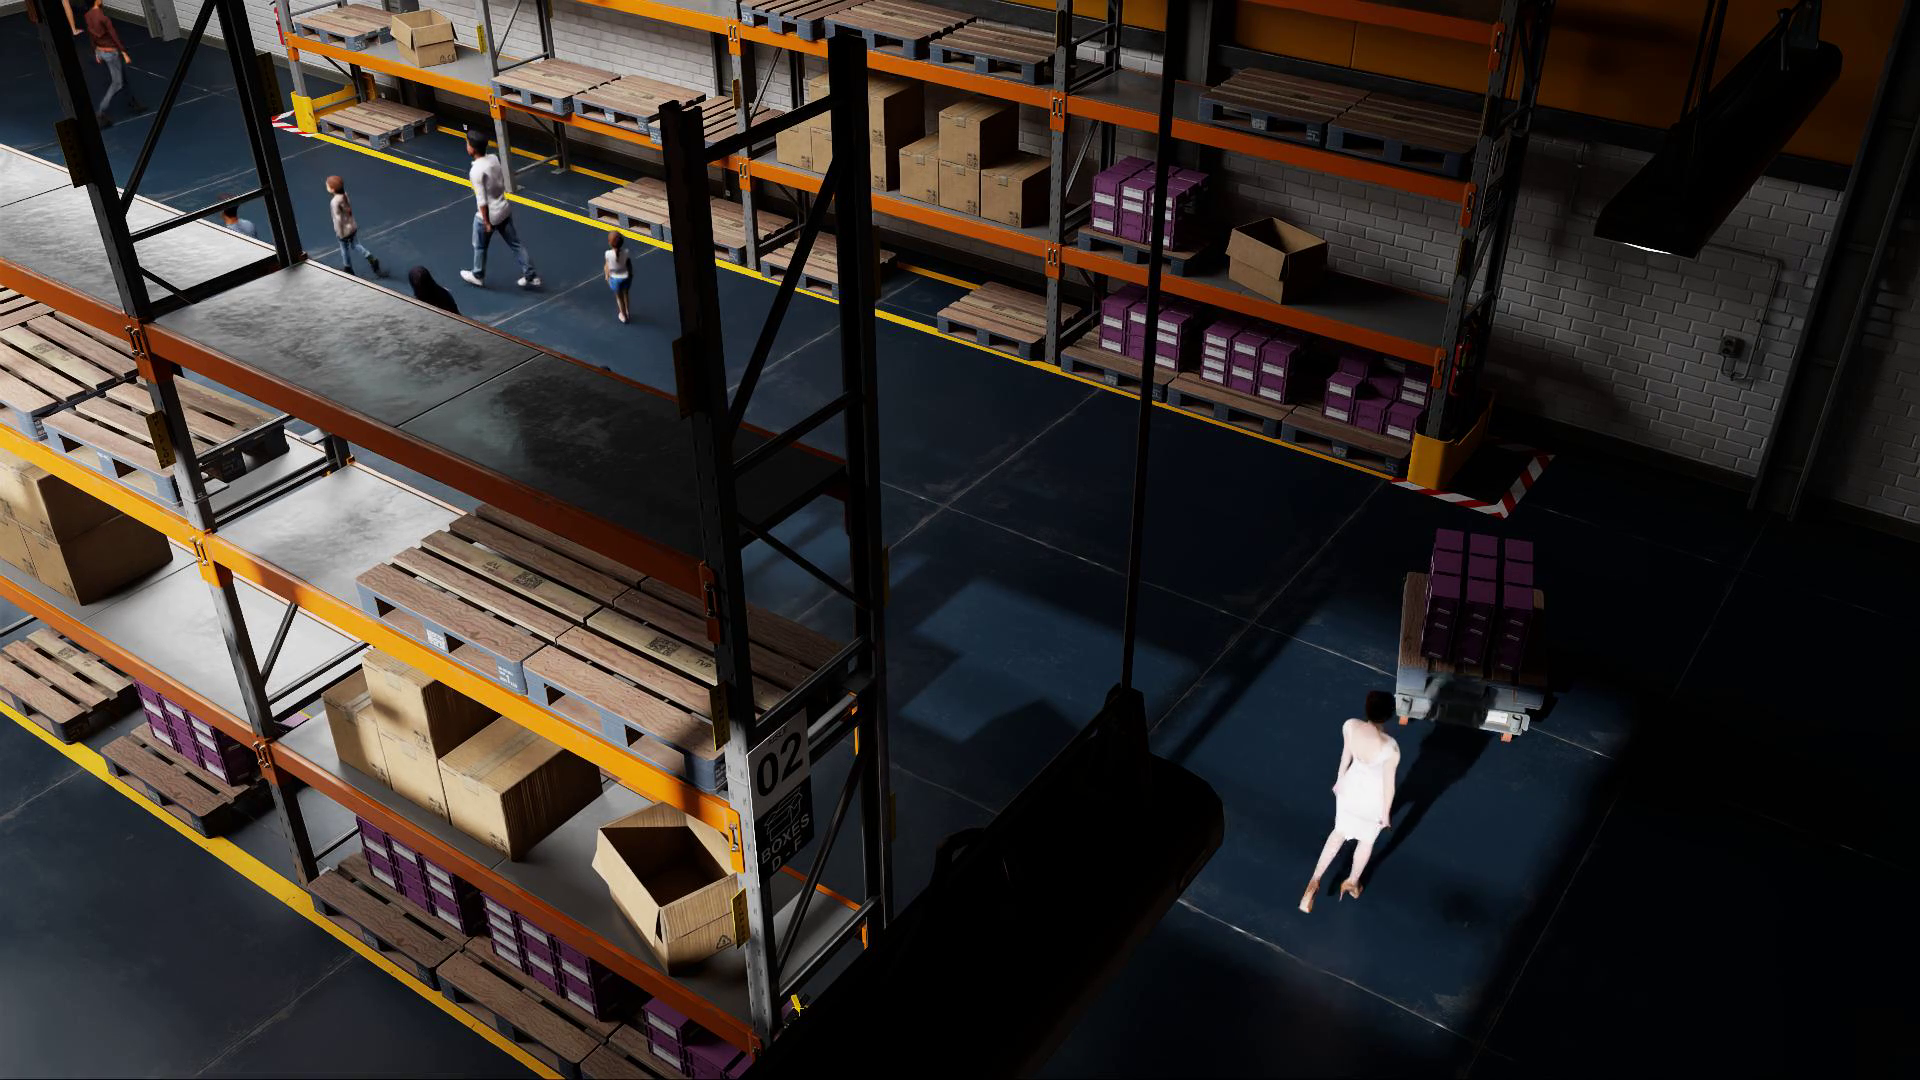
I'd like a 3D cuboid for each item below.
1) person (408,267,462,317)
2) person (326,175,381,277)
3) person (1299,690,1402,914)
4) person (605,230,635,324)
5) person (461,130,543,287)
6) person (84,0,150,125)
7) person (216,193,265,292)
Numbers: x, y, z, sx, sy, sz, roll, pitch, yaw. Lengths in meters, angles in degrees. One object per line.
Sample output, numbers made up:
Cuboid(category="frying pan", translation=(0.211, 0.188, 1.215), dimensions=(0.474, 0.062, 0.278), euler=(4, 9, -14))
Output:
Cuboid(category="person", translation=(-4.645, -1.682, 15.251), dimensions=(0.911, 1.670, 0.628), euler=(26, 41, 33))
Cuboid(category="person", translation=(-6.735, -3.453, 18.356), dimensions=(0.812, 1.184, 0.637), euler=(7, 34, 11))
Cuboid(category="person", translation=(2.390, 1.638, 10.163), dimensions=(0.766, 1.775, 0.877), euler=(-26, 42, -33))
Cuboid(category="person", translation=(-3.566, -2.749, 17.449), dimensions=(0.510, 1.014, 0.568), euler=(-15, 36, -21))
Cuboid(category="person", translation=(-4.953, -3.513, 17.913), dimensions=(1.235, 1.774, 0.843), euler=(12, 36, 18))
Cuboid(category="person", translation=(-11.518, -6.493, 22.415), dimensions=(1.030, 1.753, 0.725), euler=(19, 38, 26))
Cuboid(category="person", translation=(-6.985, -2.552, 16.449), dimensions=(1.013, 1.793, 0.835), euler=(9, 35, 13))
